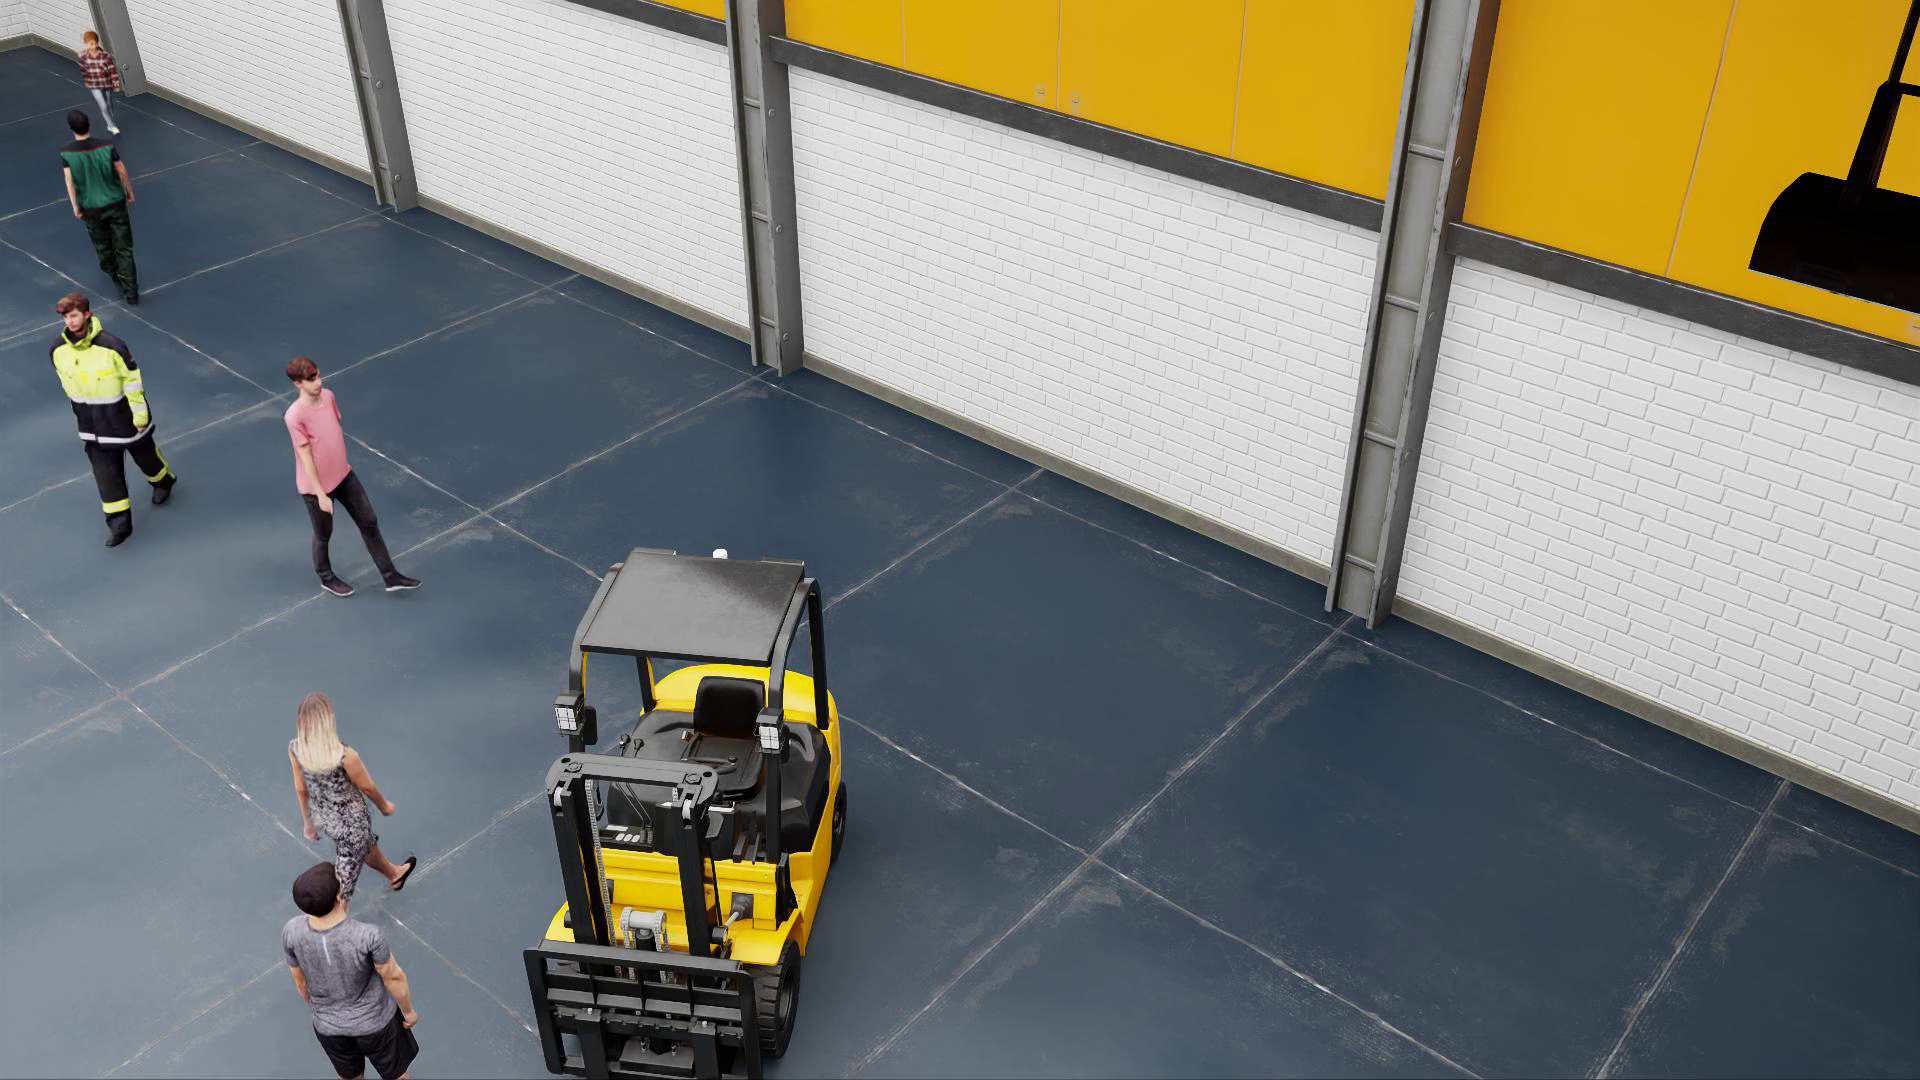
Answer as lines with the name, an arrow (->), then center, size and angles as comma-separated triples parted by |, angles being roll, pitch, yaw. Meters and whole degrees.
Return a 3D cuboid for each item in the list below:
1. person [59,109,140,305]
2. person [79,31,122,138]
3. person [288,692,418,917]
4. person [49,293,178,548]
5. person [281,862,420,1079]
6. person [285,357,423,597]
person -> -8.250, -3.180, 16.039 | 0.987, 1.873, 1.185 | -15, 36, -21
person -> -10.426, -5.539, 20.144 | 0.719, 1.258, 0.962 | -15, 36, -21
person -> -3.391, 1.637, 9.005 | 1.166, 1.639, 0.881 | 12, 36, 18
person -> -6.440, -1.010, 12.717 | 1.295, 1.937, 1.335 | -1, 34, -2
person -> -2.871, 2.245, 7.879 | 0.698, 1.871, 0.796 | 2, 34, 2
person -> -4.588, -0.435, 11.859 | 1.108, 1.929, 0.851 | 12, 36, 18
